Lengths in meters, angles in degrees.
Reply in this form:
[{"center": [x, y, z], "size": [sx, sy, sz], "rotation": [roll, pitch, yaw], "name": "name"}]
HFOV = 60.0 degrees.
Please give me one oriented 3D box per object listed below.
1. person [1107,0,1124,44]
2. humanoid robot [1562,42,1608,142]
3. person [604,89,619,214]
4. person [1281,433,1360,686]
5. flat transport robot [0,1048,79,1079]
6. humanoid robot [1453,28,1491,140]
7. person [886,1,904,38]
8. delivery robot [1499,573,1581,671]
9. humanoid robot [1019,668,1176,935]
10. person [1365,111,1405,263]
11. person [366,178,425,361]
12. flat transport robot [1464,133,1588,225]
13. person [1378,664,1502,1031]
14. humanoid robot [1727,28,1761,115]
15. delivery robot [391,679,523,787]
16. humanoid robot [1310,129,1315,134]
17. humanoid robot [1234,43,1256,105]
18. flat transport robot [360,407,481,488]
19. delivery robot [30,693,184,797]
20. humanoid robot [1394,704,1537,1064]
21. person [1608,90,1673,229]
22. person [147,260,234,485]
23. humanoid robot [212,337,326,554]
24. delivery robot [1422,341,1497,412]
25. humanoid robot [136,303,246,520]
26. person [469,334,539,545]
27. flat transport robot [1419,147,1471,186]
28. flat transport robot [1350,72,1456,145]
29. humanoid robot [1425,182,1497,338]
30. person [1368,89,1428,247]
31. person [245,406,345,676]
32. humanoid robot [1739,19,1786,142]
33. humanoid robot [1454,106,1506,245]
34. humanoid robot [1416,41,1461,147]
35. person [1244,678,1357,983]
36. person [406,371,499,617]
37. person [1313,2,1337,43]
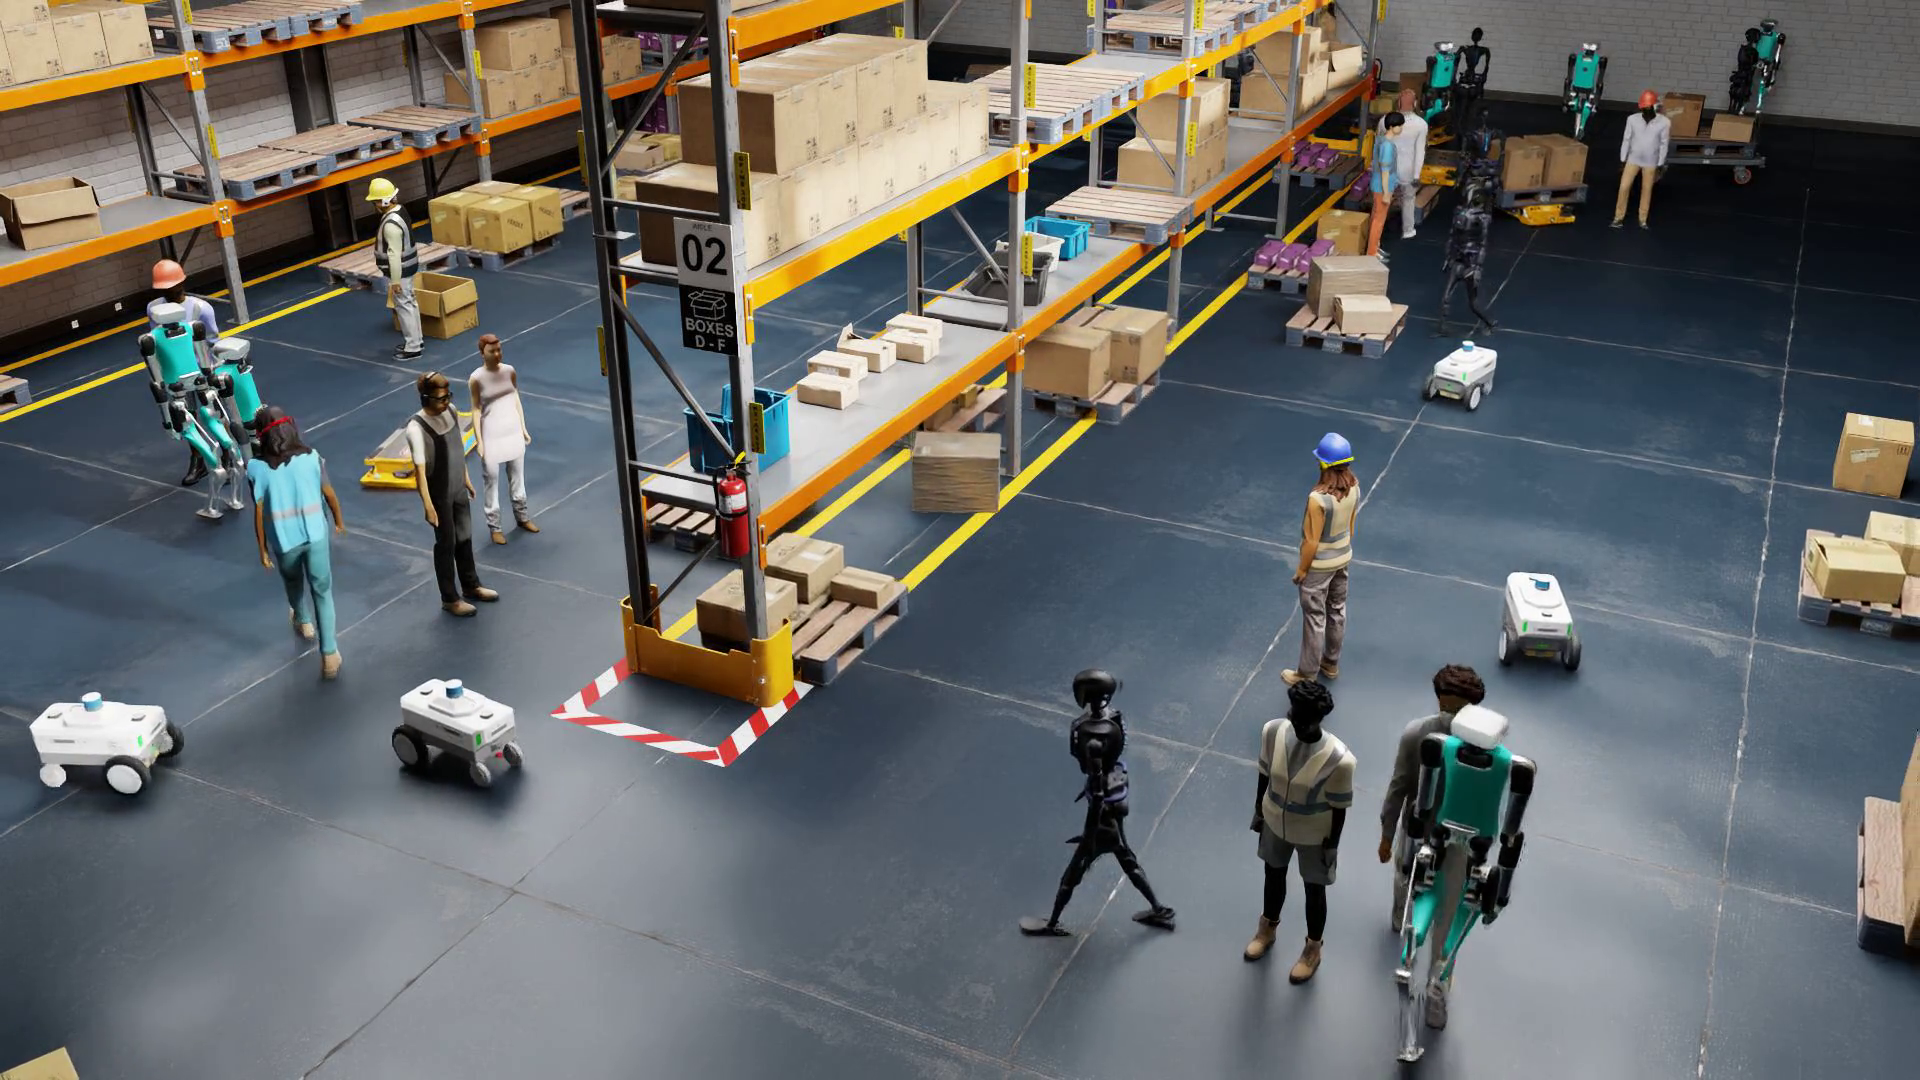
[{"center": [2.608, -8.951, 28.985], "size": [0.409, 1.933, 0.533], "rotation": [-22, 34, -37], "name": "person"}, {"center": [8.981, -6.315, 23.942], "size": [0.541, 1.763, 1.026], "rotation": [13, 29, 25], "name": "humanoid robot"}, {"center": [-4.565, -5.091, 21.293], "size": [0.392, 1.838, 0.563], "rotation": [-2, 26, -3], "name": "person"}, {"center": [2.356, 0.142, 10.795], "size": [0.459, 1.774, 0.314], "rotation": [-20, 33, -35], "name": "person"}, {"center": [-3.840, 2.994, 6.730], "size": [1.431, 0.231, 0.659], "rotation": [-20, 32, -34], "name": "flat transport robot"}, {"center": [7.668, -6.890, 25.152], "size": [0.604, 1.652, 0.598], "rotation": [2, 26, 5], "name": "humanoid robot"}, {"center": [-1.157, -9.499, 30.239], "size": [0.597, 1.785, 0.668], "rotation": [-9, 28, -18], "name": "person"}, {"center": [3.950, 0.543, 11.380], "size": [0.499, 0.614, 0.815], "rotation": [4, 27, 7], "name": "delivery robot"}, {"center": [0.748, 1.357, 8.517], "size": [0.814, 1.636, 0.591], "rotation": [2, 26, 4], "name": "humanoid robot"}, {"center": [4.959, -4.116, 19.417], "size": [0.343, 1.758, 0.505], "rotation": [4, 27, 9], "name": "person"}, {"center": [-5.551, -2.671, 16.430], "size": [0.403, 1.821, 0.596], "rotation": [-4, 27, -8], "name": "person"}, {"center": [7.312, -4.376, 21.617], "size": [0.659, 0.231, 1.431], "rotation": [-6, 27, -12], "name": "flat transport robot"}, {"center": [2.350, 1.378, 8.212], "size": [0.553, 1.858, 0.936], "rotation": [5, 27, 10], "name": "person"}, {"center": [11.732, -6.830, 24.970], "size": [0.315, 1.657, 0.599], "rotation": [4, 27, 8], "name": "humanoid robot"}, {"center": [-3.070, 1.133, 10.173], "size": [0.805, 0.601, 0.499], "rotation": [15, 30, 28], "name": "delivery robot"}, {"center": [5.170, -6.682, 24.655], "size": [0.902, 1.783, 0.583], "rotation": [13, 29, 24], "name": "humanoid robot"}, {"center": [4.198, -6.592, 24.513], "size": [0.465, 1.644, 0.589], "rotation": [-11, 28, -20], "name": "humanoid robot"}, {"center": [-4.592, -0.811, 14.417], "size": [0.659, 0.231, 1.431], "rotation": [3, 26, 6], "name": "flat transport robot"}, {"center": [-5.148, 1.209, 10.034], "size": [0.807, 0.613, 0.499], "rotation": [1, 26, 3], "name": "delivery robot"}, {"center": [2.231, 1.698, 7.731], "size": [0.530, 1.752, 0.976], "rotation": [16, 30, 29], "name": "humanoid robot"}, {"center": [8.475, -4.714, 20.662], "size": [0.560, 1.723, 0.538], "rotation": [16, 31, 29], "name": "person"}, {"center": [-6.321, -1.361, 13.651], "size": [0.551, 1.934, 0.363], "rotation": [0, 26, 1], "name": "person"}, {"center": [-5.053, -0.705, 12.397], "size": [0.735, 1.677, 0.533], "rotation": [-2, 26, -4], "name": "humanoid robot"}, {"center": [4.727, -1.568, 15.606], "size": [0.499, 0.579, 0.753], "rotation": [21, 33, 36], "name": "delivery robot"}, {"center": [-5.897, -0.981, 12.991], "size": [0.755, 1.689, 0.530], "rotation": [18, 32, 32], "name": "humanoid robot"}, {"center": [-3.530, -0.788, 12.797], "size": [0.443, 1.662, 0.286], "rotation": [-24, 35, -39], "name": "person"}, {"center": [6.765, -5.247, 23.377], "size": [0.659, 0.231, 1.431], "rotation": [10, 28, 19], "name": "flat transport robot"}, {"center": [6.766, -6.270, 25.443], "size": [1.431, 0.231, 0.659], "rotation": [21, 33, 36], "name": "flat transport robot"}, {"center": [5.215, -2.848, 17.006], "size": [0.742, 1.648, 0.609], "rotation": [-11, 28, -21], "name": "humanoid robot"}, {"center": [5.284, -4.482, 20.052], "size": [0.641, 1.854, 1.013], "rotation": [18, 31, 32], "name": "person"}, {"center": [-4.406, -0.057, 11.130], "size": [0.538, 1.830, 0.917], "rotation": [-10, 28, -19], "name": "person"}, {"center": [11.963, -6.882, 25.066], "size": [0.542, 1.801, 0.818], "rotation": [17, 31, 31], "name": "humanoid robot"}, {"center": [6.306, -4.406, 20.105], "size": [0.593, 1.642, 0.324], "rotation": [0, 26, 1], "name": "humanoid robot"}, {"center": [6.694, -6.265, 23.778], "size": [0.558, 1.772, 0.751], "rotation": [-10, 28, -20], "name": "humanoid robot"}, {"center": [1.686, 1.426, 8.291], "size": [0.532, 1.693, 0.320], "rotation": [22, 34, 37], "name": "person"}, {"center": [-3.600, -0.326, 11.681], "size": [0.366, 1.834, 0.512], "rotation": [8, 27, 16], "name": "person"}, {"center": [5.906, -7.891, 26.937], "size": [0.697, 1.850, 0.580], "rotation": [-13, 29, -24], "name": "person"}]
